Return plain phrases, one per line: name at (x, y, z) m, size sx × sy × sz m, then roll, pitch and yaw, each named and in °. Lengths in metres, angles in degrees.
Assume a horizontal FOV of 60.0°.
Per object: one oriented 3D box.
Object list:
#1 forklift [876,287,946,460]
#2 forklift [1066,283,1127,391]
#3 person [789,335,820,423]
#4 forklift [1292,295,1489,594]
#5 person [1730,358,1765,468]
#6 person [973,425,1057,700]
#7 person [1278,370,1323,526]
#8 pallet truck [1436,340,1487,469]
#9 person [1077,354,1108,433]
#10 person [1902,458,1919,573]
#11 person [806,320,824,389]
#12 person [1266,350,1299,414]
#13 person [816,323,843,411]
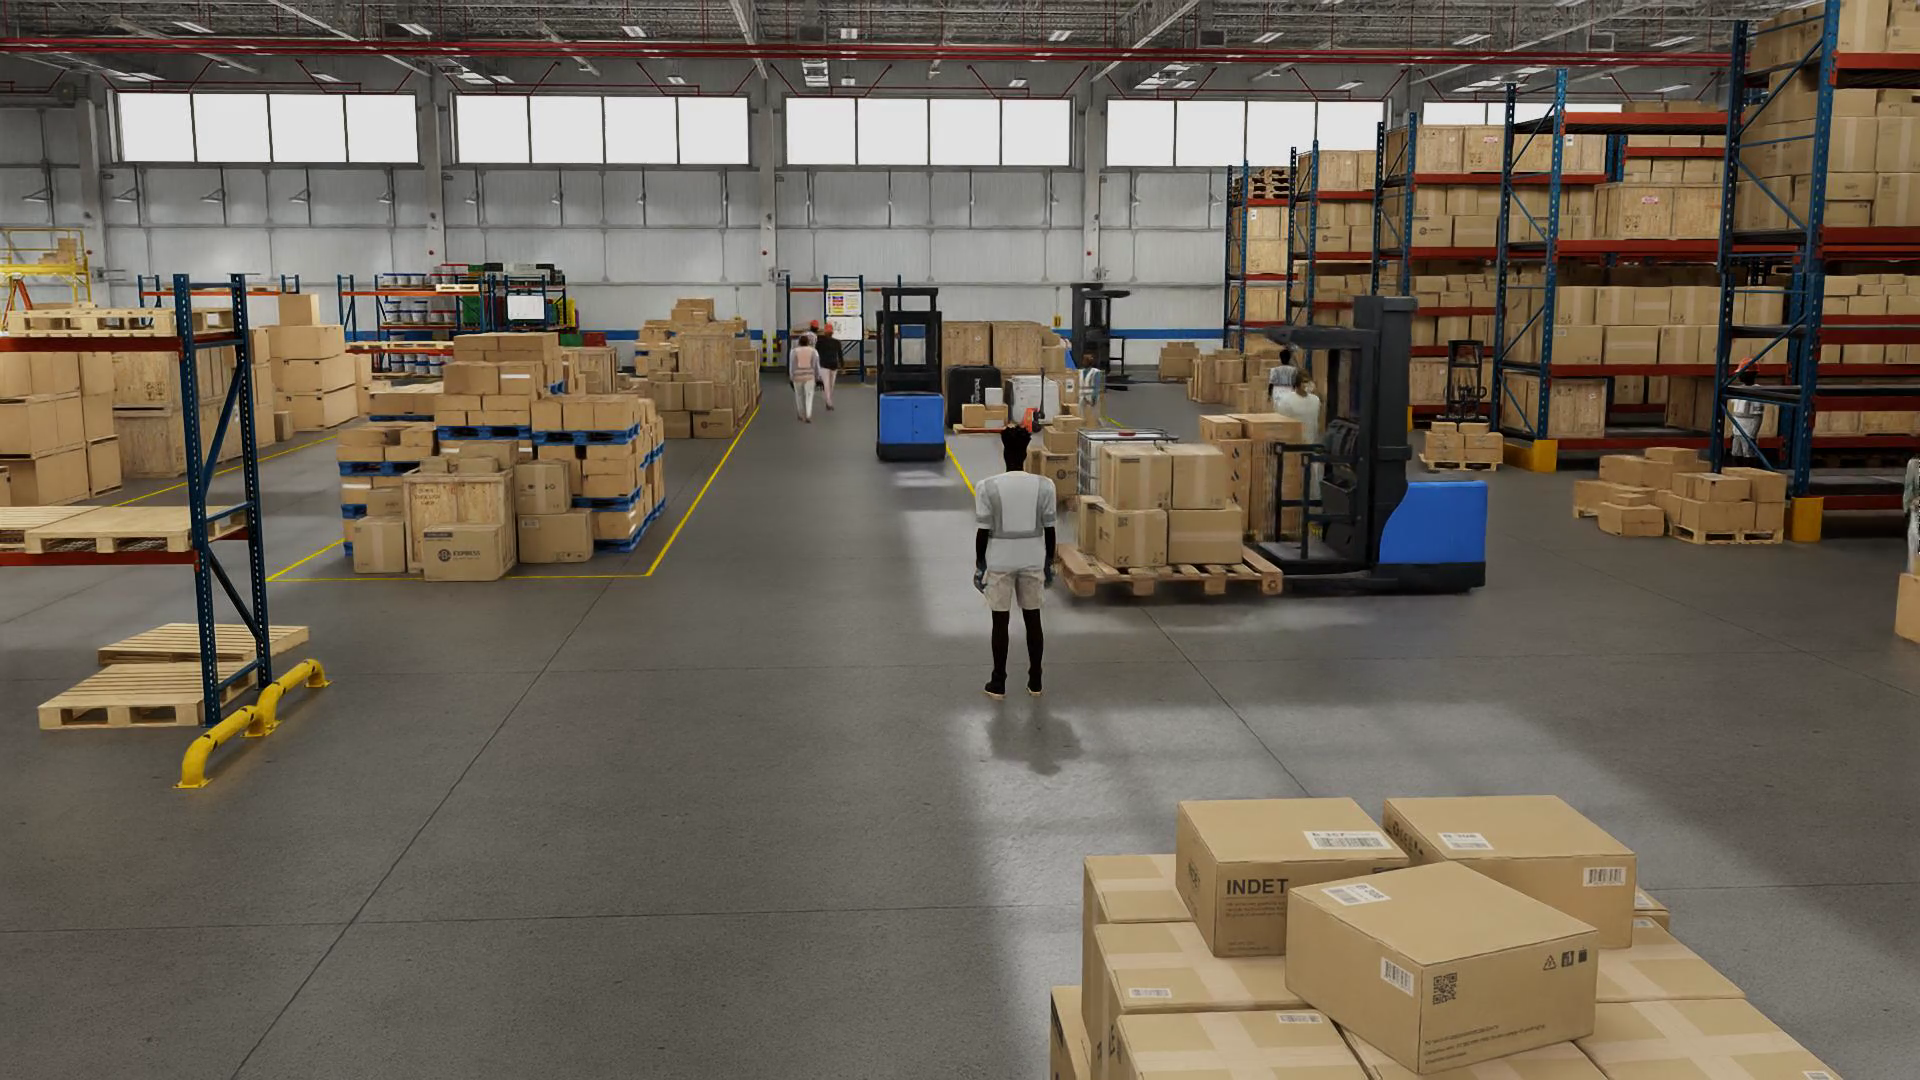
forklift at (-0.823, -2.776, 27.464) m, size 1.129 × 2.768 × 1.873 m, roll -1°, pitch 9°, yaw -4°
forklift at (3.250, -5.252, 43.007) m, size 1.873 × 2.768 × 1.129 m, roll 9°, pitch 12°, yaw 43°
person at (-3.193, -3.318, 34.259) m, size 0.638 × 1.802 × 0.950 m, roll -2°, pitch 9°, yaw -10°
forklift at (4.040, -0.950, 15.995) m, size 1.873 × 2.768 × 1.129 m, roll -1°, pitch 9°, yaw -4°
person at (10.328, -1.421, 21.903) m, size 0.356 × 1.938 × 0.545 m, roll -1°, pitch 9°, yaw -8°
person at (0.391, 0.161, 11.879) m, size 0.613 × 1.964 × 0.361 m, roll -2°, pitch 9°, yaw -12°
person at (4.136, -1.114, 20.162) m, size 0.652 × 1.877 × 1.059 m, roll -5°, pitch 10°, yaw -27°
pallet truck at (8.004, -2.170, 26.422) m, size 0.823 × 1.965 × 1.885 m, roll 2°, pitch 9°, yaw 14°
person at (2.363, -2.574, 30.164) m, size 0.514 × 1.612 × 0.787 m, roll 8°, pitch 12°, yaw 40°
person at (8.972, -0.201, 15.337) m, size 0.529 × 1.585 × 0.876 m, roll 6°, pitch 11°, yaw 33°
person at (-3.798, -4.759, 43.089) m, size 1.060 × 1.863 × 0.550 m, roll -3°, pitch 10°, yaw -20°
person at (5.827, -2.599, 30.136) m, size 0.547 × 1.665 × 0.771 m, roll -1°, pitch 9°, yaw -7°
person at (-2.957, -3.913, 37.506) m, size 0.625 × 1.958 × 0.995 m, roll -3°, pitch 9°, yaw -17°
